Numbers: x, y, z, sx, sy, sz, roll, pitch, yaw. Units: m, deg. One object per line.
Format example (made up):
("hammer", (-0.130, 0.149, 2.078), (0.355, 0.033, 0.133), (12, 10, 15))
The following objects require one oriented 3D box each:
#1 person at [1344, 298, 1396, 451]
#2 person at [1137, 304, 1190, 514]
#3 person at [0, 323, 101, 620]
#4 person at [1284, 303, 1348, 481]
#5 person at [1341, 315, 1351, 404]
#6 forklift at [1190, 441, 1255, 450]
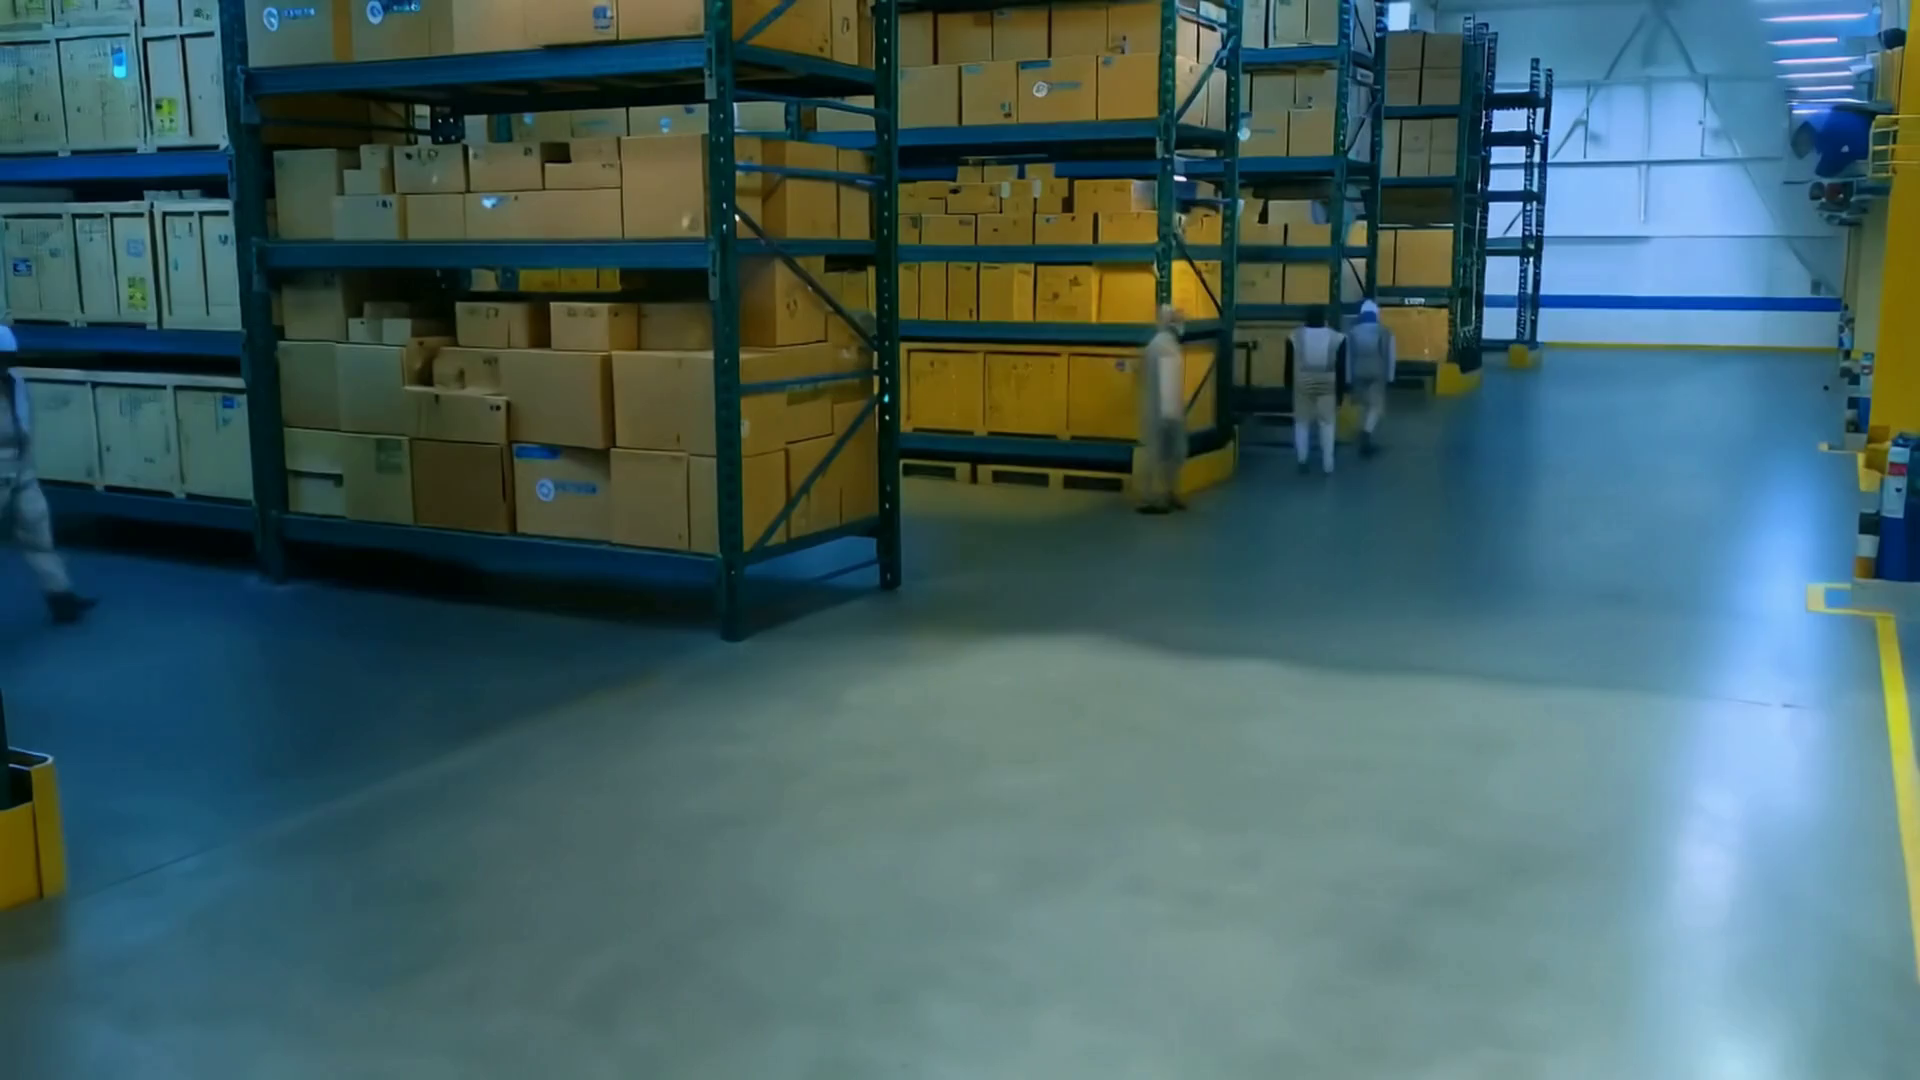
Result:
("person", (4.754, -1.910, 19.388), (0.599, 1.816, 0.677), (5, 11, 27))
("person", (1.874, -1.161, 14.871), (0.622, 1.872, 0.722), (1, 10, 4))
("person", (-5.934, -0.404, 10.401), (0.975, 1.896, 0.650), (3, 10, 19))
("person", (3.666, -1.525, 17.167), (0.653, 1.812, 0.562), (2, 10, 11))
("person", (5.701, -2.928, 25.608), (0.599, 1.709, 0.610), (1, 10, 4))
("forklift", (2.503, -2.536, 19.930), (1.873, 2.768, 1.129), (5, 11, 27))
